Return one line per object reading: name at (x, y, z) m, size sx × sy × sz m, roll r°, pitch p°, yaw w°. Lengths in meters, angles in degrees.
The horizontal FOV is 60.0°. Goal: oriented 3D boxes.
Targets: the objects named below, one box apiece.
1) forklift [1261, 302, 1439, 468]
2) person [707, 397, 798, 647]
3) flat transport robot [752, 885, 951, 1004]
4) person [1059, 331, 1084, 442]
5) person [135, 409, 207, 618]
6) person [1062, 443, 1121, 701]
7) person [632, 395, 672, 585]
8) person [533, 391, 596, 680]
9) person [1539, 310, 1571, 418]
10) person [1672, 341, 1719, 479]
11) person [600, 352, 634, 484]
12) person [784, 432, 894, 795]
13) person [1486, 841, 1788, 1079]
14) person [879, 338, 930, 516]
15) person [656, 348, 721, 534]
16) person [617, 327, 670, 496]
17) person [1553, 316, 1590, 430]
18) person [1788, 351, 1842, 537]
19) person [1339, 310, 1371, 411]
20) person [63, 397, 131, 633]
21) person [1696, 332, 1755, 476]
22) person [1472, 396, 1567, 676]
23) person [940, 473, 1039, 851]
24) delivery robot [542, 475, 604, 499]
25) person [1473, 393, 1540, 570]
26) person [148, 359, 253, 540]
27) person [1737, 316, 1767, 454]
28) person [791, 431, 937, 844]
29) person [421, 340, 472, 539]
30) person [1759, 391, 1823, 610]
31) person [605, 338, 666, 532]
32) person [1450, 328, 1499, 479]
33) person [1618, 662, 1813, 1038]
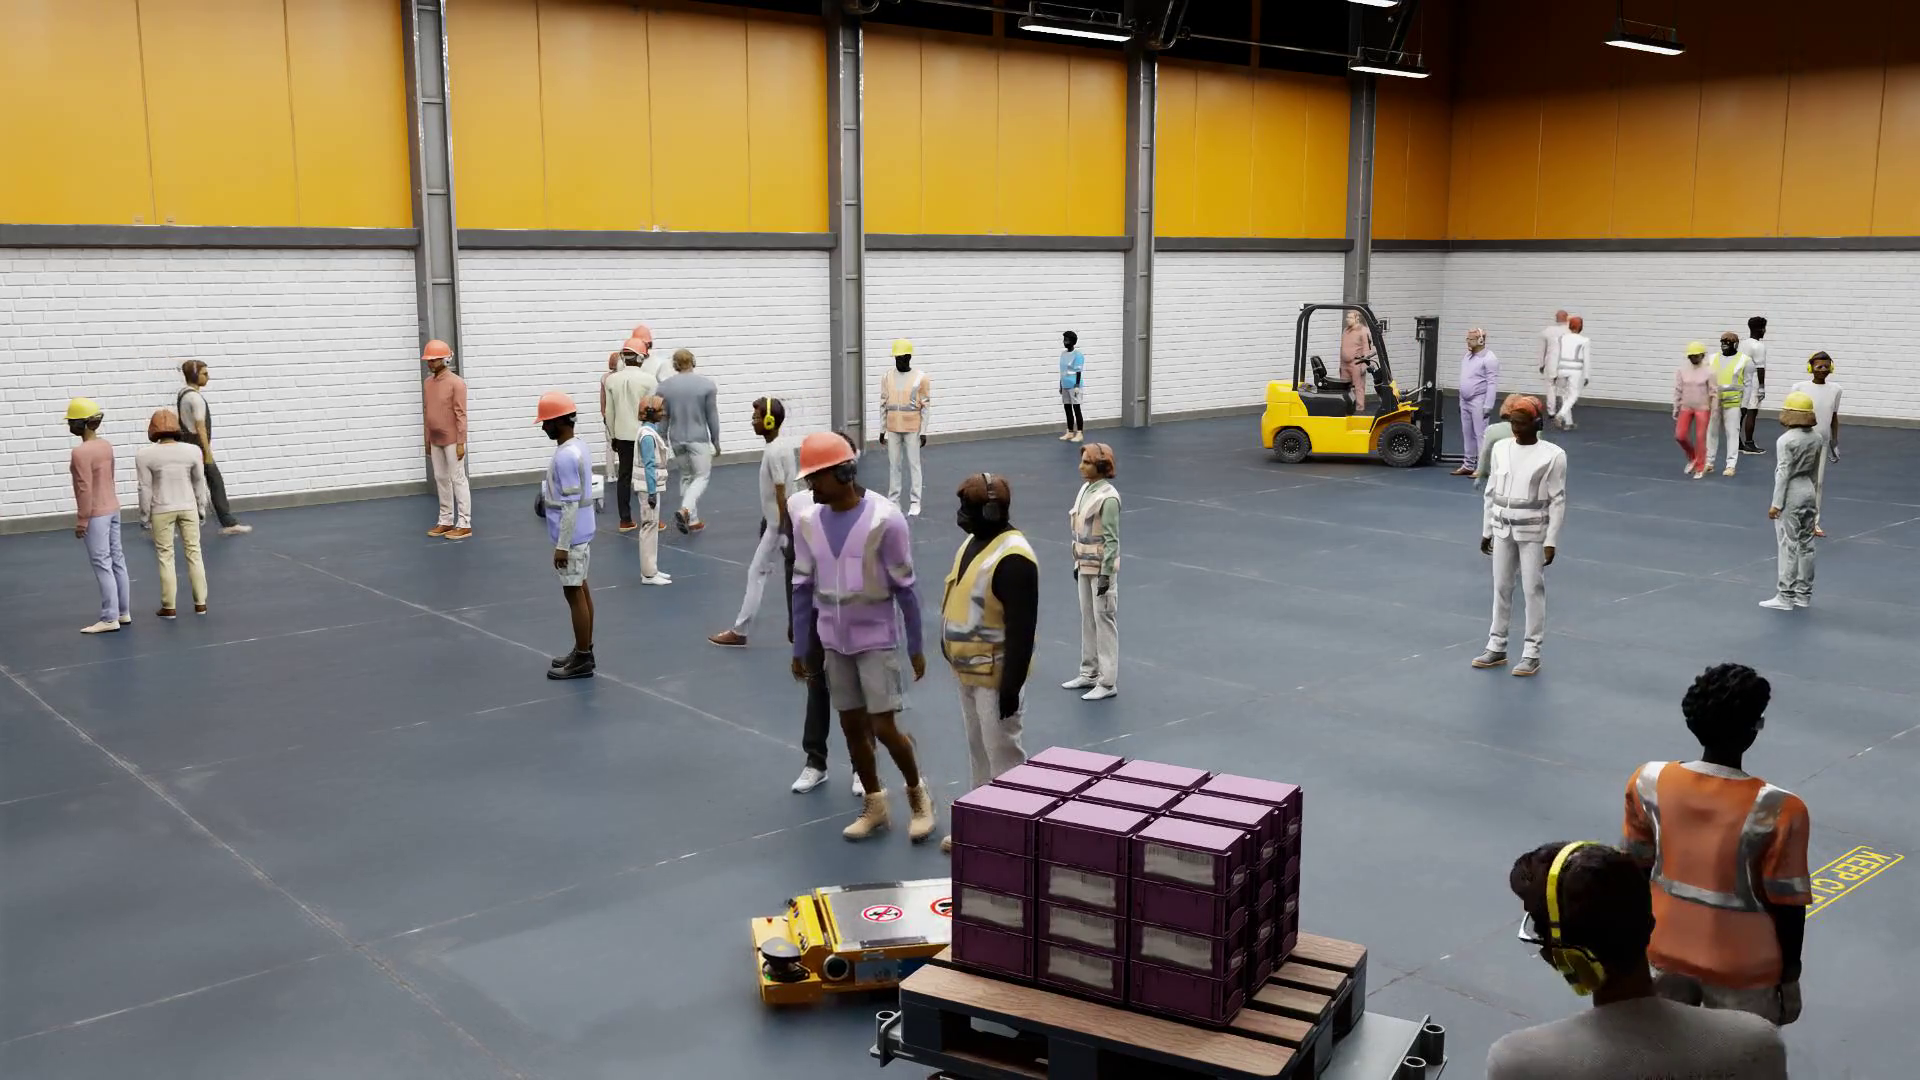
forklift at (5.320, -2.157, 22.763) m, size 2.313 × 2.155 × 1.214 m, roll 3°, pitch 10°, yaw 16°
person at (-1.307, -0.118, 11.933) m, size 0.985 × 1.823 × 0.572 m, roll 1°, pitch 10°, yaw 4°
flat transport robot at (-0.089, 1.561, 6.622) m, size 1.431 × 0.197 × 0.652 m, roll -2°, pitch 10°, yaw -11°
person at (1.679, -2.329, 25.240) m, size 0.320 × 1.692 × 0.534 m, roll -6°, pitch 11°, yaw -30°
person at (-6.134, -0.204, 12.970) m, size 0.497 × 1.632 × 0.289 m, roll -8°, pitch 13°, yaw -40°
person at (0.866, 0.194, 10.617) m, size 0.307 × 1.643 × 0.514 m, roll -3°, pitch 10°, yaw -18°
person at (-2.653, -0.426, 14.287) m, size 0.310 × 1.631 × 0.508 m, roll -2°, pitch 10°, yaw -11°
person at (-2.628, -0.032, 11.102) m, size 0.371 × 1.928 × 0.543 m, roll -1°, pitch 10°, yaw -5°
person at (10.453, -3.063, 28.999) m, size 0.672 × 1.868 × 0.818 m, roll 5°, pitch 11°, yaw 26°
person at (9.300, -1.638, 21.031) m, size 0.400 × 1.741 × 0.600 m, roll -9°, pitch 13°, yaw -42°
person at (-4.215, -1.503, 20.567) m, size 0.517 × 1.636 × 0.313 m, roll 5°, pitch 11°, yaw 26°
person at (-0.625, 0.383, 8.725) m, size 0.590 × 1.911 × 0.394 m, roll 2°, pitch 10°, yaw 11°
person at (1.217, 1.418, 2.936) m, size 0.617 × 1.814 × 0.358 m, roll 1°, pitch 10°, yaw 6°
person at (-0.612, -1.223, 18.078) m, size 0.587 × 1.927 × 0.363 m, roll 4°, pitch 10°, yaw 21°
person at (-2.749, -0.970, 16.693) m, size 0.635 × 1.899 × 0.704 m, roll 2°, pitch 10°, yaw 12°
person at (-3.723, -1.522, 19.656) m, size 0.612 × 1.978 × 1.036 m, roll -3°, pitch 10°, yaw -15°
person at (9.809, -2.672, 26.800) m, size 0.825 × 1.858 × 0.587 m, roll -9°, pitch 13°, yaw -42°
person at (8.563, -0.958, 16.691) m, size 0.520 × 1.874 × 0.327 m, roll 1°, pitch 10°, yaw 6°
person at (6.730, -3.000, 28.546) m, size 0.403 × 1.906 × 0.652 m, roll -5°, pitch 11°, yaw -28°
person at (-6.486, -0.183, 12.461) m, size 0.331 × 1.768 × 0.526 m, roll -1°, pitch 10°, yaw -3°
person at (9.842, -1.749, 21.412) m, size 0.429 × 1.844 × 0.623 m, roll -9°, pitch 13°, yaw -41°
person at (3.775, -0.031, 11.218) m, size 0.353 × 1.887 × 0.573 m, roll -8°, pitch 12°, yaw -38°
person at (0.124, 0.605, 7.627) m, size 0.429 × 1.841 × 0.633 m, roll -3°, pitch 10°, yaw -19°
delivery robot at (-4.186, -0.571, 17.997) m, size 0.477 × 0.478 × 0.707 m, roll 5°, pitch 11°, yaw 27°
person at (4.930, -0.520, 14.942) m, size 0.514 × 1.592 × 0.844 m, roll -1°, pitch 10°, yaw -4°
person at (-7.640, -0.899, 16.551) m, size 0.941 × 1.810 × 0.523 m, roll -6°, pitch 11°, yaw -31°
person at (11.296, -2.210, 23.740) m, size 0.361 × 1.965 × 0.611 m, roll -1°, pitch 10°, yaw -8°
person at (-0.493, 0.475, 7.930) m, size 0.667 × 1.997 × 0.522 m, roll 5°, pitch 11°, yaw 27°
person at (-5.154, -1.005, 16.632) m, size 0.614 × 1.987 × 0.407 m, roll 7°, pitch 12°, yaw 36°
person at (6.644, -0.313, 13.283) m, size 0.487 × 1.744 × 0.312 m, roll -5°, pitch 11°, yaw -27°
person at (-3.304, -1.064, 16.973) m, size 0.609 × 1.986 × 0.390 m, roll 3°, pitch 10°, yaw 17°
person at (6.533, -1.735, 21.134) m, size 0.400 × 1.907 × 0.645 m, roll -3°, pitch 10°, yaw -16°
person at (2.109, 1.180, 4.680) m, size 0.319 × 1.698 × 0.533 m, roll -8°, pitch 13°, yaw -40°
